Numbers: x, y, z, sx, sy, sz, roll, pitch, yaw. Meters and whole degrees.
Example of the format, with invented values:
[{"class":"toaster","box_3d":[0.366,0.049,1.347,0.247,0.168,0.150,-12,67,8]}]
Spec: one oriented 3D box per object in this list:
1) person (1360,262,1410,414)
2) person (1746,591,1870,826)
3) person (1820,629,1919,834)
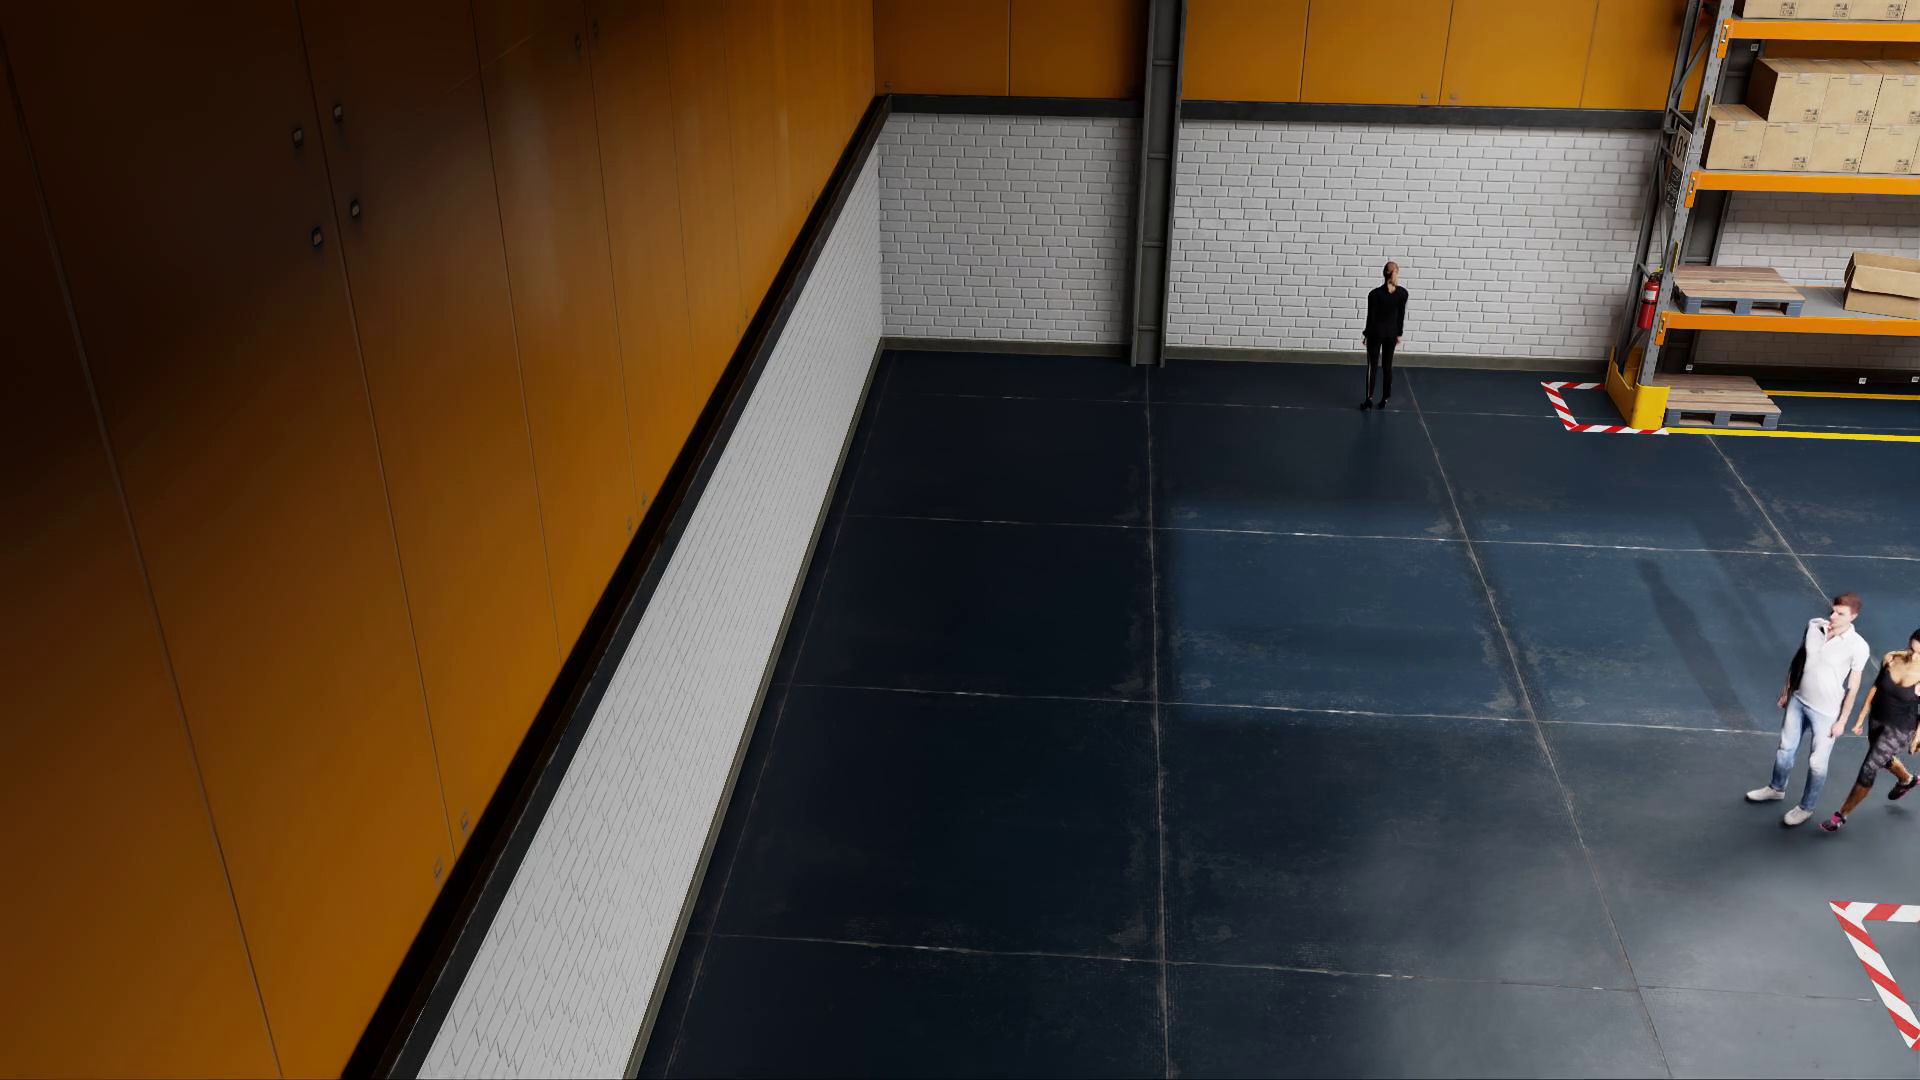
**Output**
[{"class":"person","box_3d":[4.599,-2.207,18.105,0.555,1.707,0.726,-4,29,-7]},{"class":"person","box_3d":[6.070,1.161,11.777,0.724,1.854,0.729,-11,30,-19]},{"class":"person","box_3d":[6.602,1.306,11.689,1.193,1.685,0.947,-9,30,-16]}]
